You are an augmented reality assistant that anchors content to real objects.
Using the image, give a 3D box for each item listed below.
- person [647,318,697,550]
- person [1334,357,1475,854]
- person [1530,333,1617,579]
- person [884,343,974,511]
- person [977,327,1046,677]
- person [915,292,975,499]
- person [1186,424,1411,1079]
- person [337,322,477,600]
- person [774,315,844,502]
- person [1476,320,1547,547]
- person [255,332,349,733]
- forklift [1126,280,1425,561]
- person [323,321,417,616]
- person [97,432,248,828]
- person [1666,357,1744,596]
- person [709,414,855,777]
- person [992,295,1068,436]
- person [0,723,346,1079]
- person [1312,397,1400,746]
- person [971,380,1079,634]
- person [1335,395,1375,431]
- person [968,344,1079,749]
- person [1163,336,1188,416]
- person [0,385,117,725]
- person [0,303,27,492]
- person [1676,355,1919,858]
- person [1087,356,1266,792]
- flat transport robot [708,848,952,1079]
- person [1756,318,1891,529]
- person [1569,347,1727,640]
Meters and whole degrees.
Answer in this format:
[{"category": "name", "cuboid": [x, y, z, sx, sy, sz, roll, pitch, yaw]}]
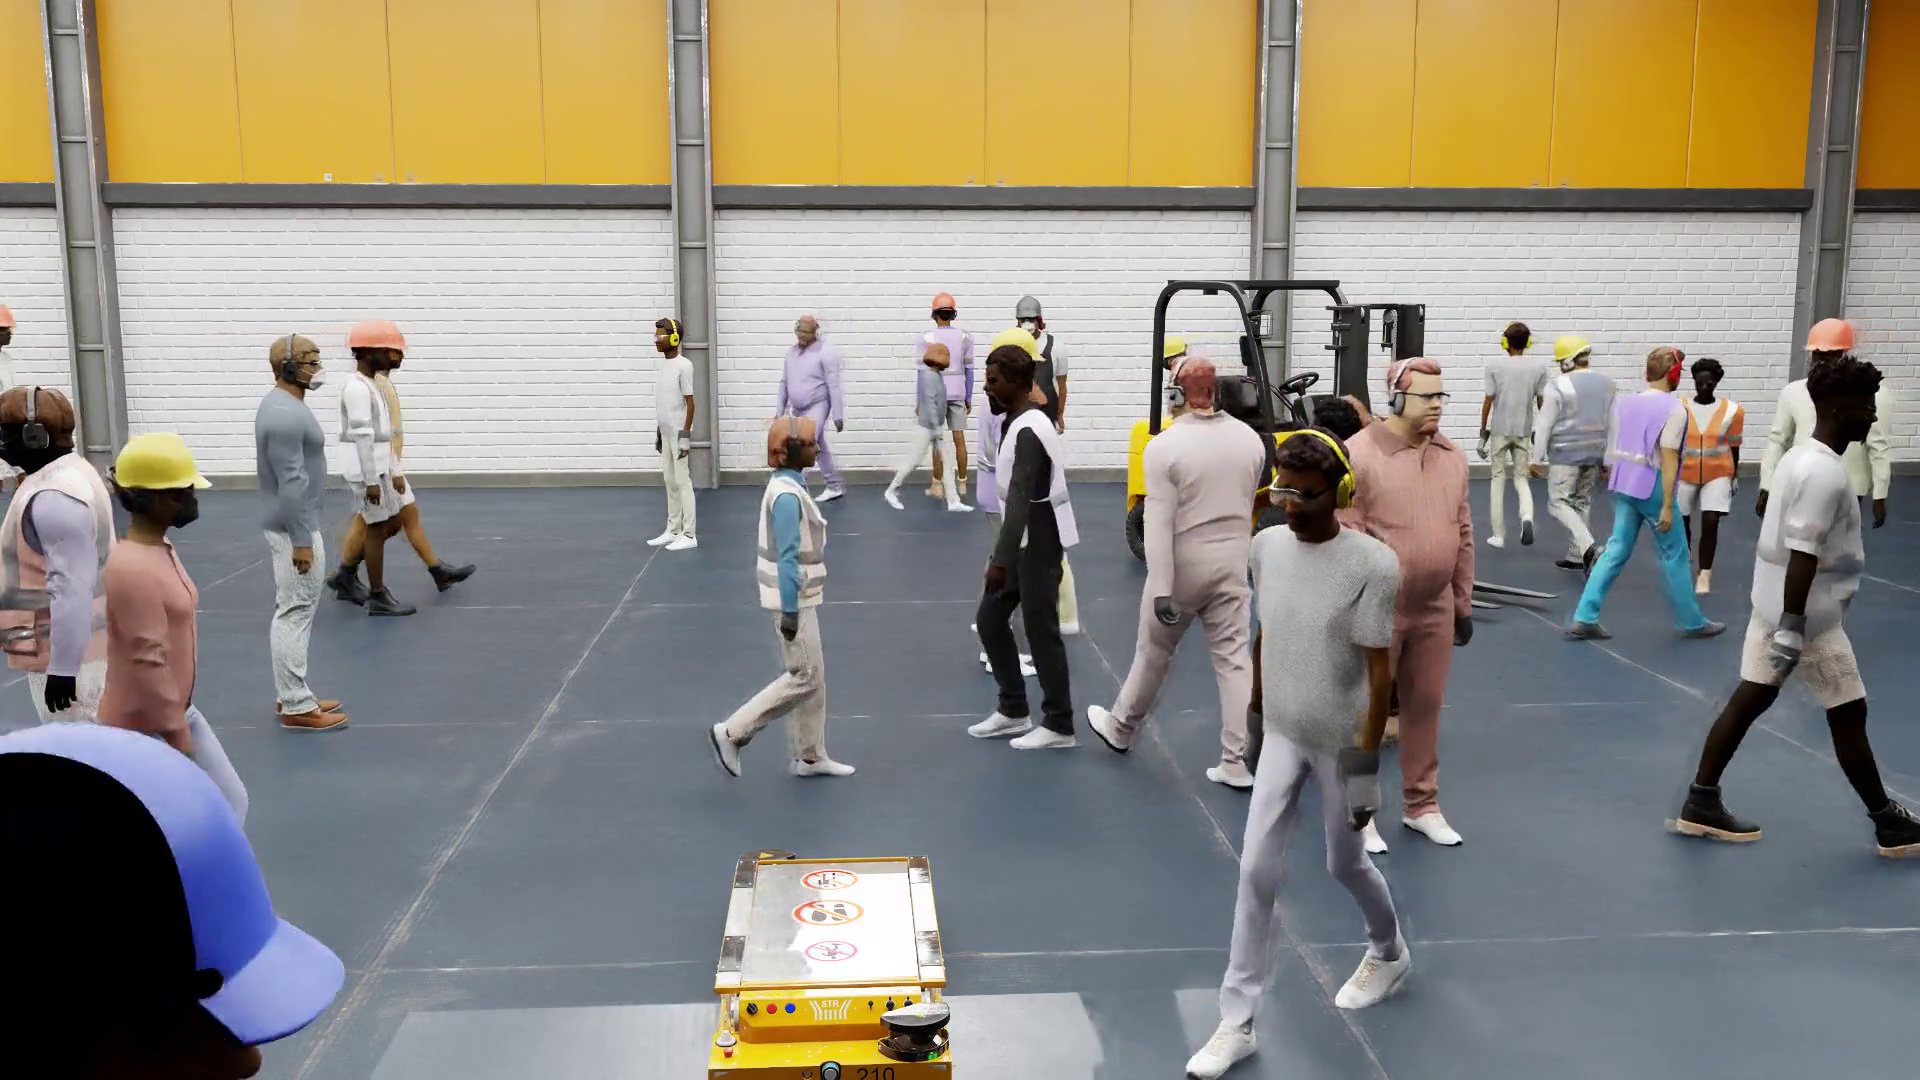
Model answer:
[{"category": "person", "cuboid": [-2.326, -0.854, 13.454, 0.328, 1.873, 0.520, -7, 11, -35]}, {"category": "person", "cuboid": [1.716, 0.251, 6.422, 0.646, 1.907, 0.402, -3, 10, -21]}, {"category": "person", "cuboid": [4.523, -0.598, 12.095, 0.617, 1.796, 0.662, -3, 10, -21]}, {"category": "person", "cuboid": [-0.306, -1.070, 15.672, 0.853, 1.585, 0.515, 4, 10, 22]}, {"category": "person", "cuboid": [0.282, -0.213, 9.248, 0.375, 1.925, 0.595, -1, 9, -4]}, {"category": "person", "cuboid": [-0.158, -1.428, 16.516, 0.606, 2.045, 0.389, -3, 10, -20]}, {"category": "person", "cuboid": [1.028, 0.561, 4.768, 0.560, 1.819, 0.948, 9, 13, 44]}, {"category": "person", "cuboid": [-3.837, -0.524, 11.330, 0.962, 1.885, 0.559, -1, 9, -9]}, {"category": "person", "cuboid": [-1.468, -1.231, 15.926, 1.043, 1.835, 0.664, -8, 12, -43]}, {"category": "person", "cuboid": [4.451, -0.835, 13.417, 0.521, 1.856, 0.548, 1, 9, 3]}, {"category": "person", "cuboid": [-3.233, -0.037, 8.110, 0.352, 1.937, 0.635, -4, 10, -23]}, {"category": "forklift", "cuboid": [2.301, -0.860, 12.475, 1.214, 2.155, 2.313, -6, 11, -35]}, {"category": "person", "cuboid": [-3.838, -0.448, 10.757, 0.490, 1.926, 0.572, -2, 9, -9]}, {"category": "person", "cuboid": [-2.364, 0.544, 5.067, 0.670, 1.742, 0.547, -3, 9, -16]}, {"category": "person", "cuboid": [5.209, -0.470, 11.712, 0.543, 1.663, 0.682, 5, 10, 27]}, {"category": "person", "cuboid": [-0.765, 0.267, 7.197, 0.551, 1.620, 0.517, -1, 9, -6]}, {"category": "person", "cuboid": [0.604, -1.121, 14.599, 0.682, 2.000, 0.536, 1, 9, 4]}, {"category": "person", "cuboid": [-0.593, 1.067, 1.196, 0.453, 1.929, 0.646, -1, 9, -5]}, {"category": "person", "cuboid": [1.788, 0.165, 7.802, 0.814, 1.661, 0.537, 4, 10, 25]}, {"category": "person", "cuboid": [0.390, -0.203, 10.186, 0.759, 1.599, 0.544, 3, 9, 16]}, {"category": "person", "cuboid": [1.925, 0.065, 8.529, 0.791, 1.597, 0.510, 3, 10, 19]}, {"category": "person", "cuboid": [0.257, 0.047, 7.742, 0.638, 1.894, 0.627, -1, 9, -8]}, {"category": "person", "cuboid": [1.956, -0.887, 14.170, 0.919, 1.710, 0.558, -1, 9, -3]}, {"category": "person", "cuboid": [-3.119, 0.386, 5.762, 0.429, 1.841, 0.634, -4, 10, -26]}, {"category": "person", "cuboid": [-7.512, -0.837, 12.915, 0.940, 2.014, 0.622, -1, 9, -6]}, {"category": "person", "cuboid": [3.296, 0.258, 6.343, 1.018, 1.905, 0.621, 2, 9, 14]}, {"category": "person", "cuboid": [0.989, 0.122, 7.347, 0.654, 1.856, 0.989, -4, 10, -25]}, {"category": "flat transport robot", "cuboid": [-0.394, 1.269, 5.127, 0.652, 0.197, 1.431, -1, 9, -4]}, {"category": "person", "cuboid": [4.898, -0.277, 9.548, 0.883, 1.957, 0.659, -6, 11, -34]}, {"category": "person", "cuboid": [4.162, -0.268, 10.037, 0.983, 1.798, 0.568, -2, 9, -14]}]
